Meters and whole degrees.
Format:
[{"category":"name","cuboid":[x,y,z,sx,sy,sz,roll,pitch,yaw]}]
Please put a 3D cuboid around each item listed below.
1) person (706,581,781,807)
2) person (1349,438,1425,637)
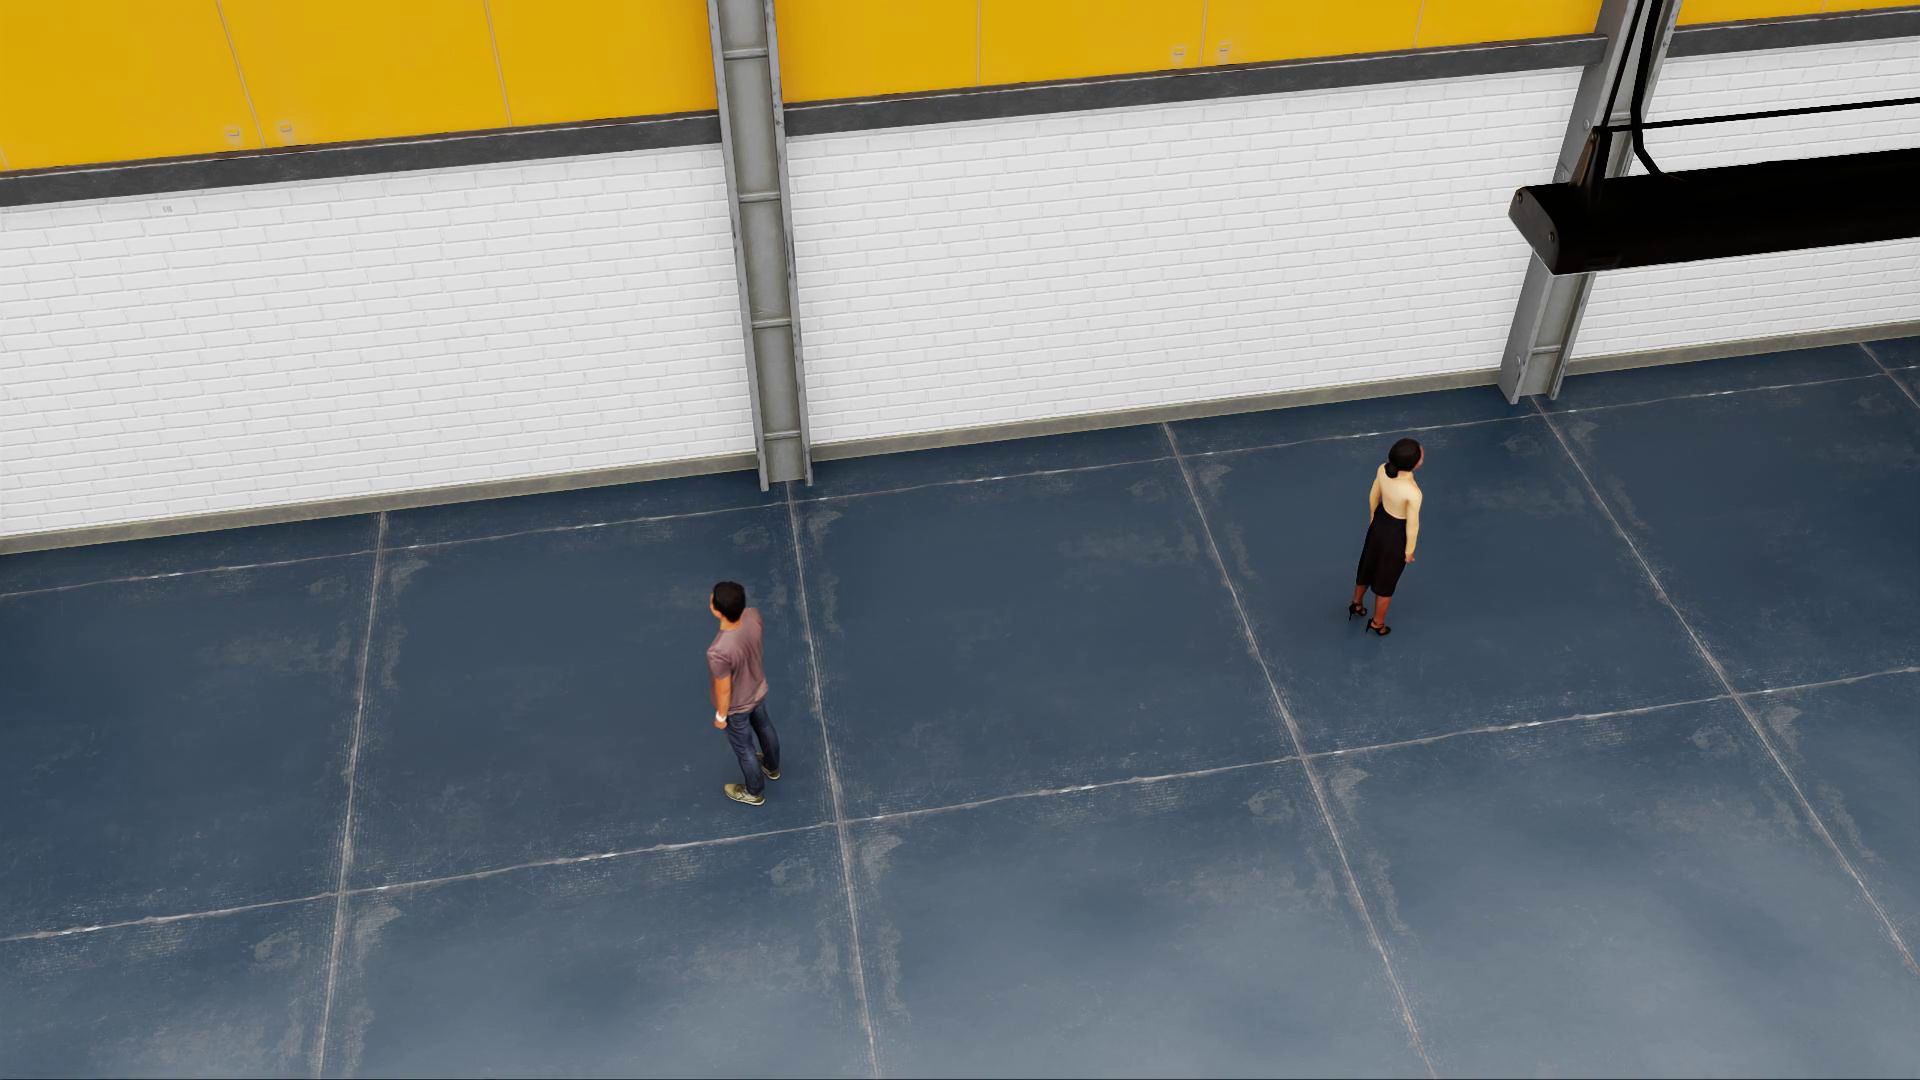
[{"category":"person","cuboid":[-1.292,0.911,9.914,0.744,1.778,0.714,20,47,19]},{"category":"person","cuboid":[2.828,-0.020,10.981,0.640,1.653,0.636,-23,48,-22]}]
